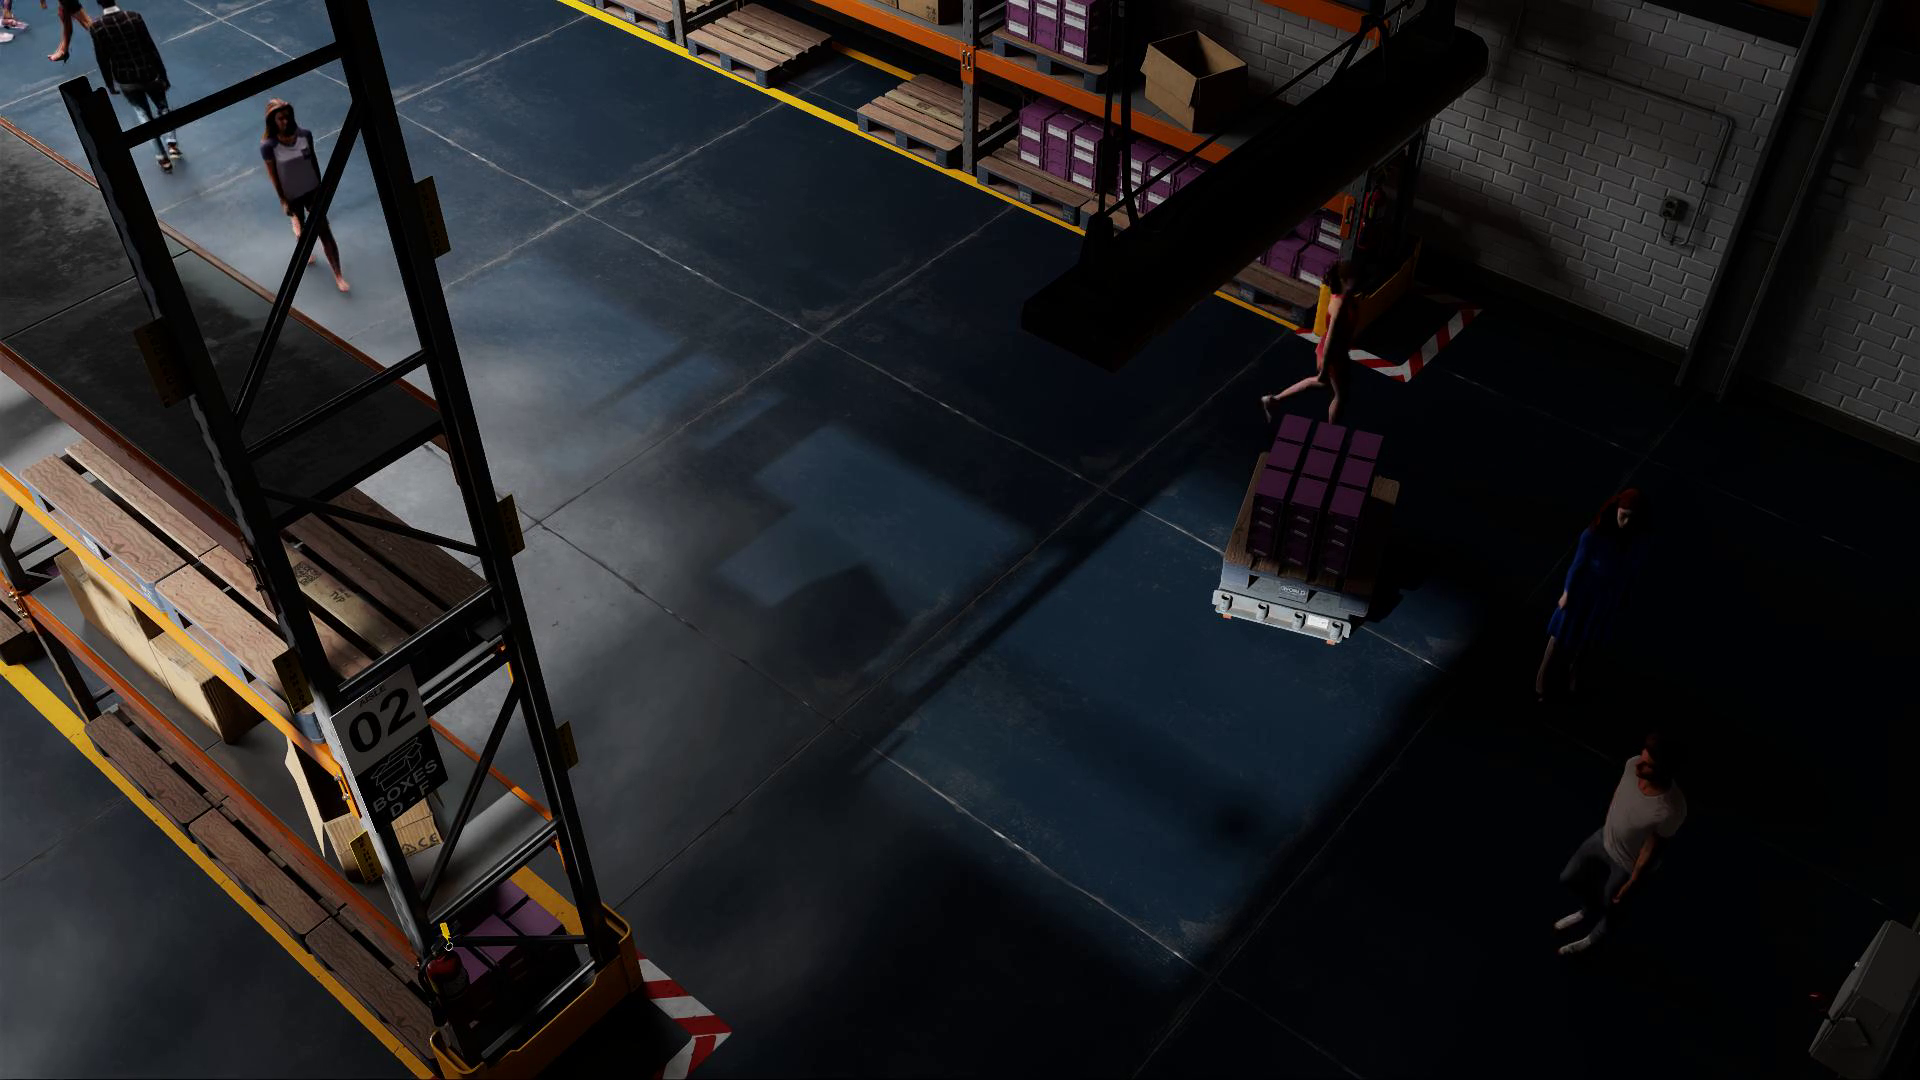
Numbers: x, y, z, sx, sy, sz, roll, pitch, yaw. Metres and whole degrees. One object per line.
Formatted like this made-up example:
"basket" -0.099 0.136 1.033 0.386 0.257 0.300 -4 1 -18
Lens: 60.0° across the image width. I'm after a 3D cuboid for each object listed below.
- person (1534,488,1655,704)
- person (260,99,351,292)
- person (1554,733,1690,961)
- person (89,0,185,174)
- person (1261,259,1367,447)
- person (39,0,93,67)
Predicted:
"person" 4.022 0.358 10.532 0.698 1.828 0.772 0 44 0
"person" -5.644 -2.983 14.138 0.818 1.693 1.149 -24 48 -23
"person" 3.722 1.696 9.088 0.829 1.884 0.741 -10 45 -11
"person" -7.570 -4.220 15.356 0.789 1.804 0.776 -22 48 -21
"person" 2.716 -1.397 12.450 1.097 1.724 0.894 7 44 7
"person" -8.868 -5.465 16.691 1.176 1.764 1.025 5 44 5
